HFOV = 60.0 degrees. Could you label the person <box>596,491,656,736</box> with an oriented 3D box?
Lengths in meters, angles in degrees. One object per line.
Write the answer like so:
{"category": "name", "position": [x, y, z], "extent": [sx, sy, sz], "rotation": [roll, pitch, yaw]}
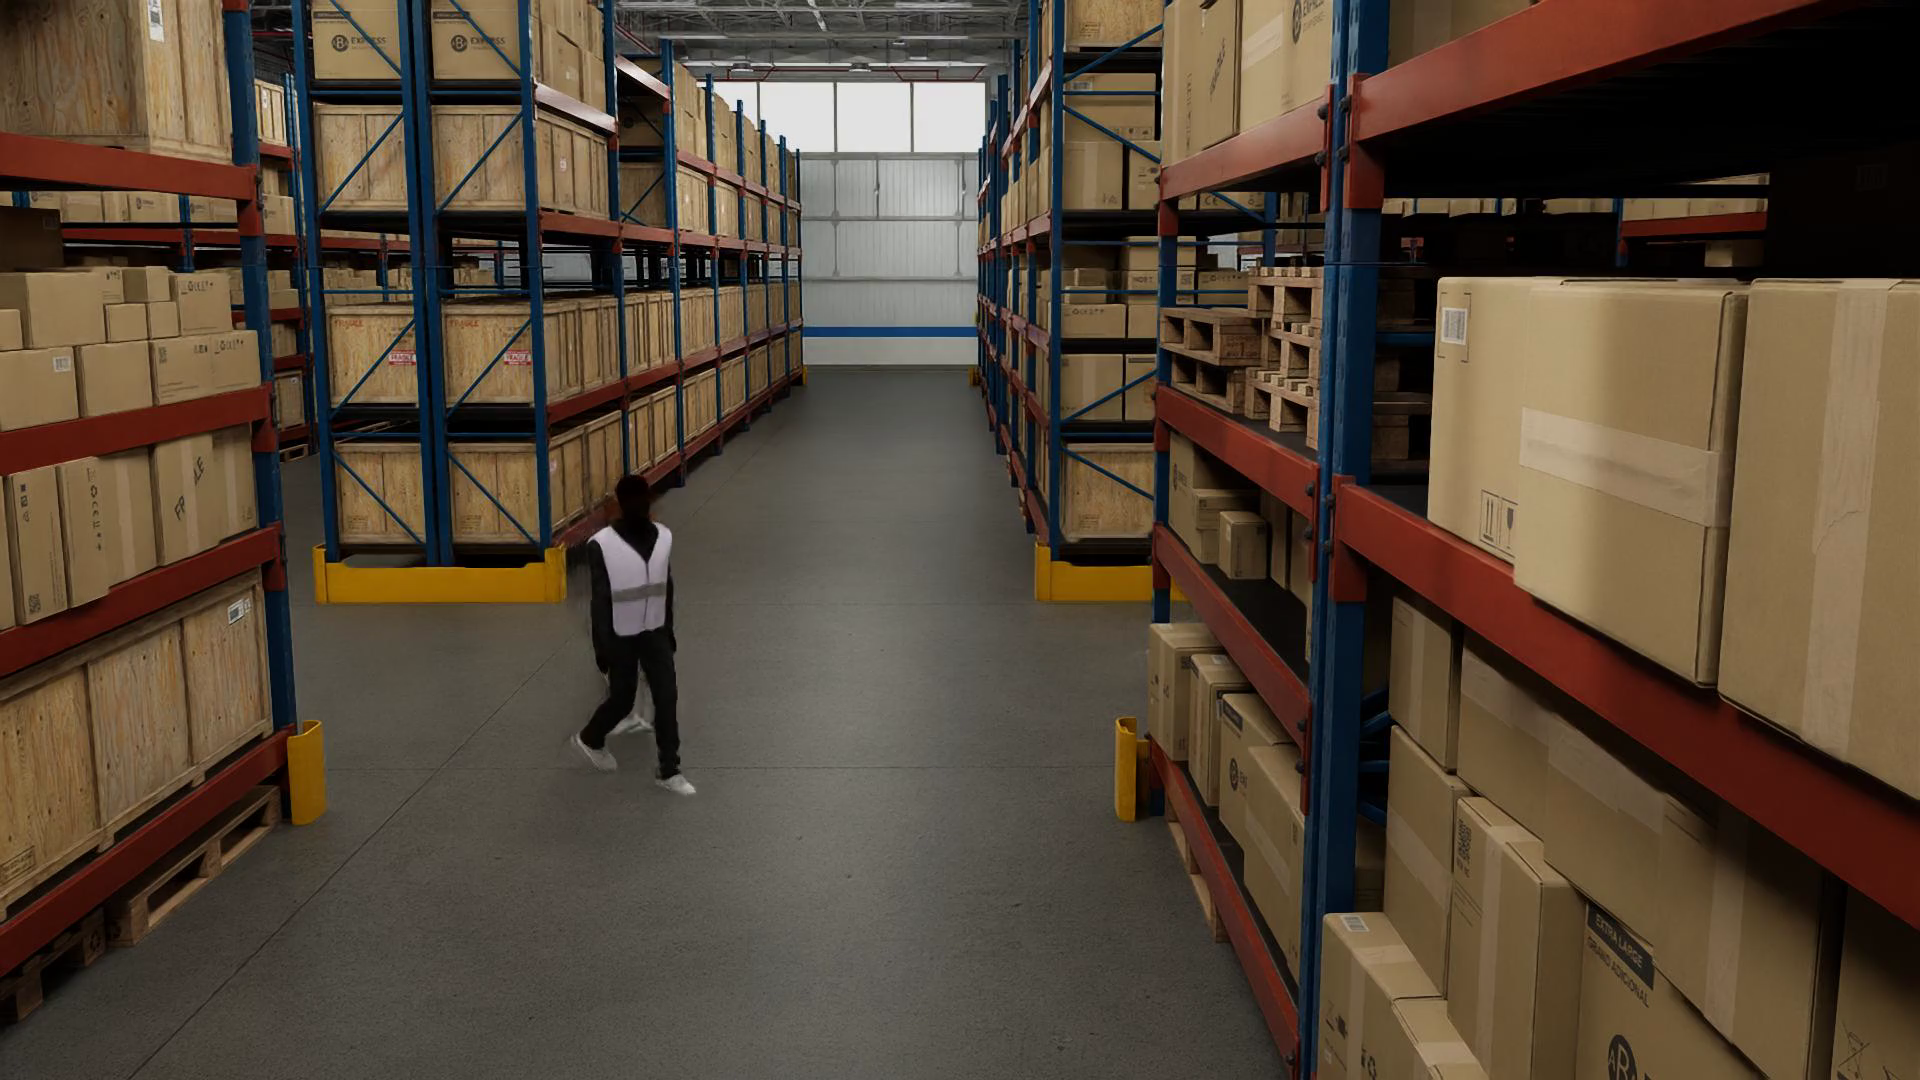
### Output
{"category": "person", "position": [-2.164, 0.483, 10.745], "extent": [0.492, 1.613, 0.536], "rotation": [1, 9, 6]}

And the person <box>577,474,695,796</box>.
{"category": "person", "position": [-1.931, 0.528, 9.681], "extent": [0.826, 1.883, 0.613], "rotation": [8, 12, 41]}
